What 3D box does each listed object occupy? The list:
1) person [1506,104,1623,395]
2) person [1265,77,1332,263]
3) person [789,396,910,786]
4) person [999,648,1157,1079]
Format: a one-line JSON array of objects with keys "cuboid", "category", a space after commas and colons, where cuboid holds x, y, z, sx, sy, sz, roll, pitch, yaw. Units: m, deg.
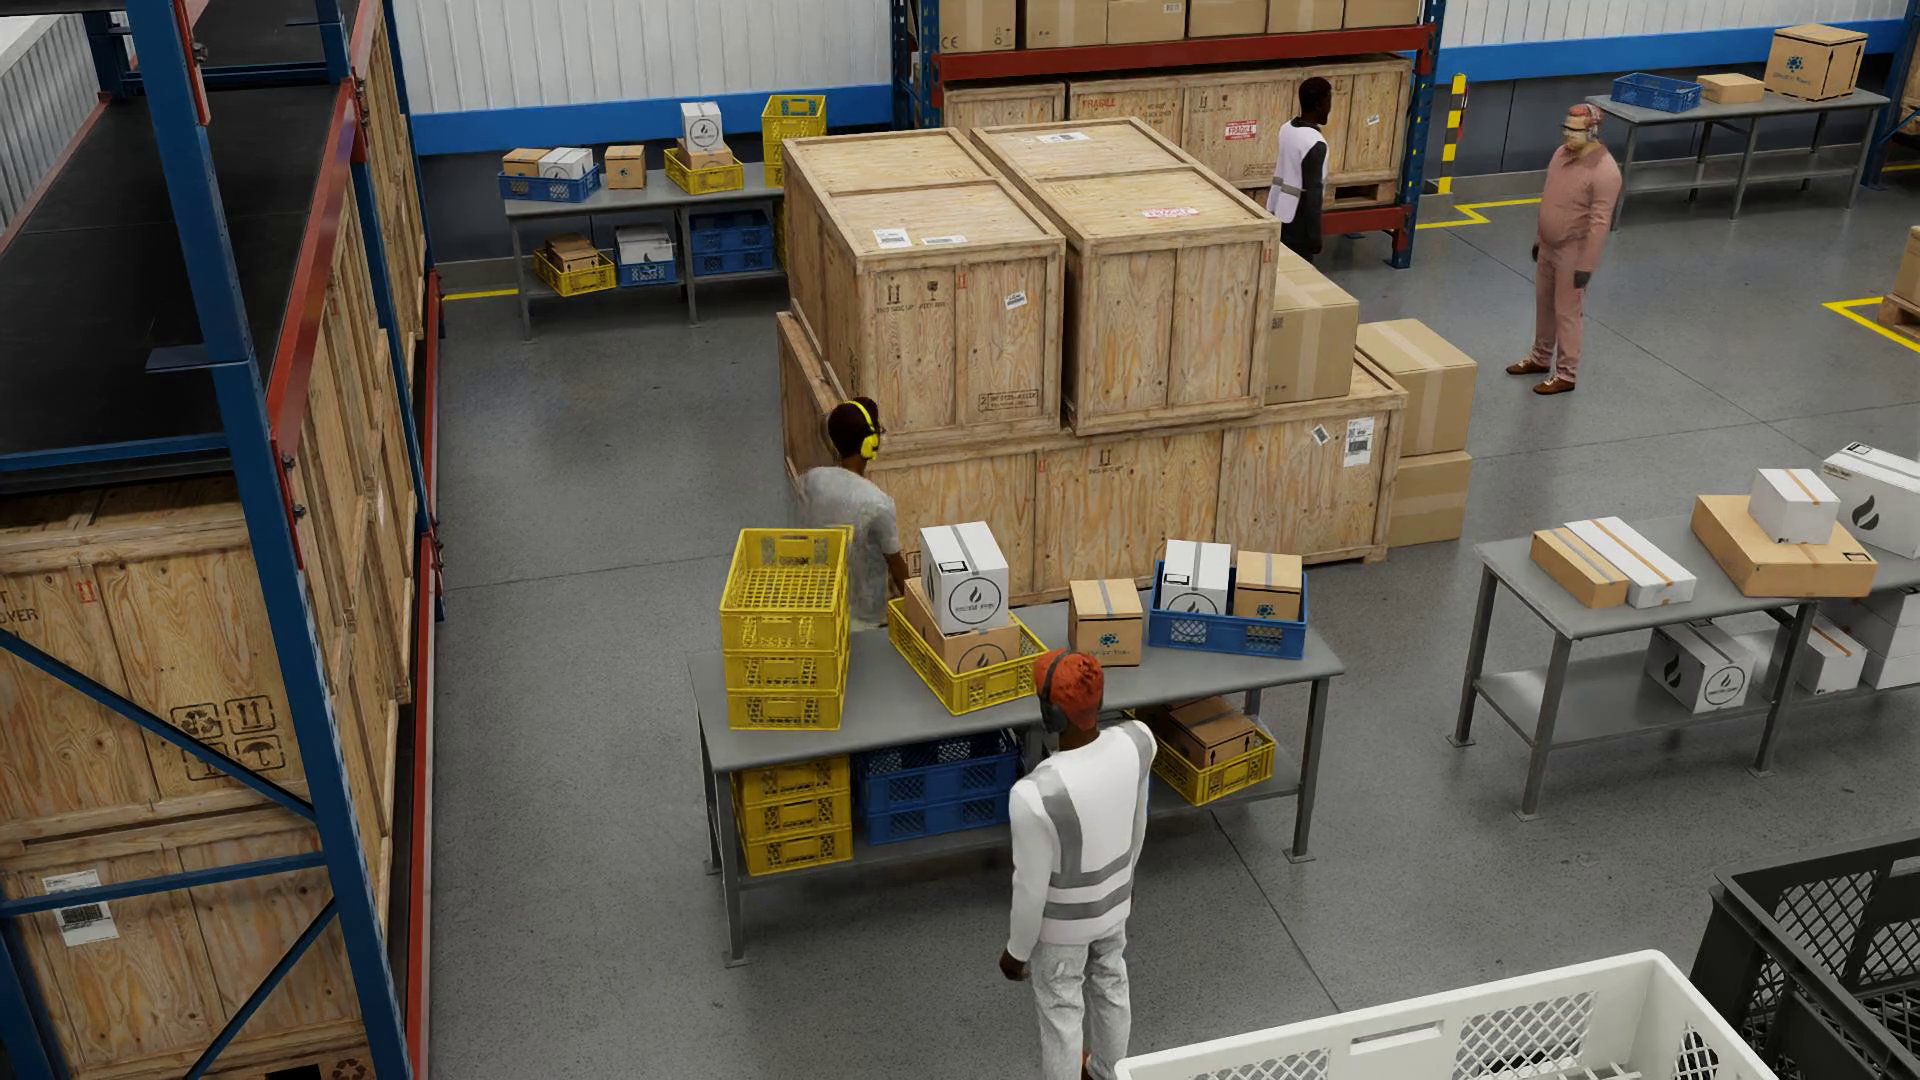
[{"cuboid": [3.946, -1.897, 10.863, 0.397, 1.900, 0.654, -6, 29, -11], "category": "person"}, {"cuboid": [2.305, -2.205, 11.408, 0.398, 1.914, 0.591, -5, 29, -9], "category": "person"}, {"cuboid": [-0.466, 0.286, 6.979, 0.952, 1.823, 0.519, -22, 36, -34], "category": "person"}, {"cuboid": [0.360, 1.173, 5.310, 0.576, 1.875, 0.362, -23, 36, -36], "category": "person"}]
